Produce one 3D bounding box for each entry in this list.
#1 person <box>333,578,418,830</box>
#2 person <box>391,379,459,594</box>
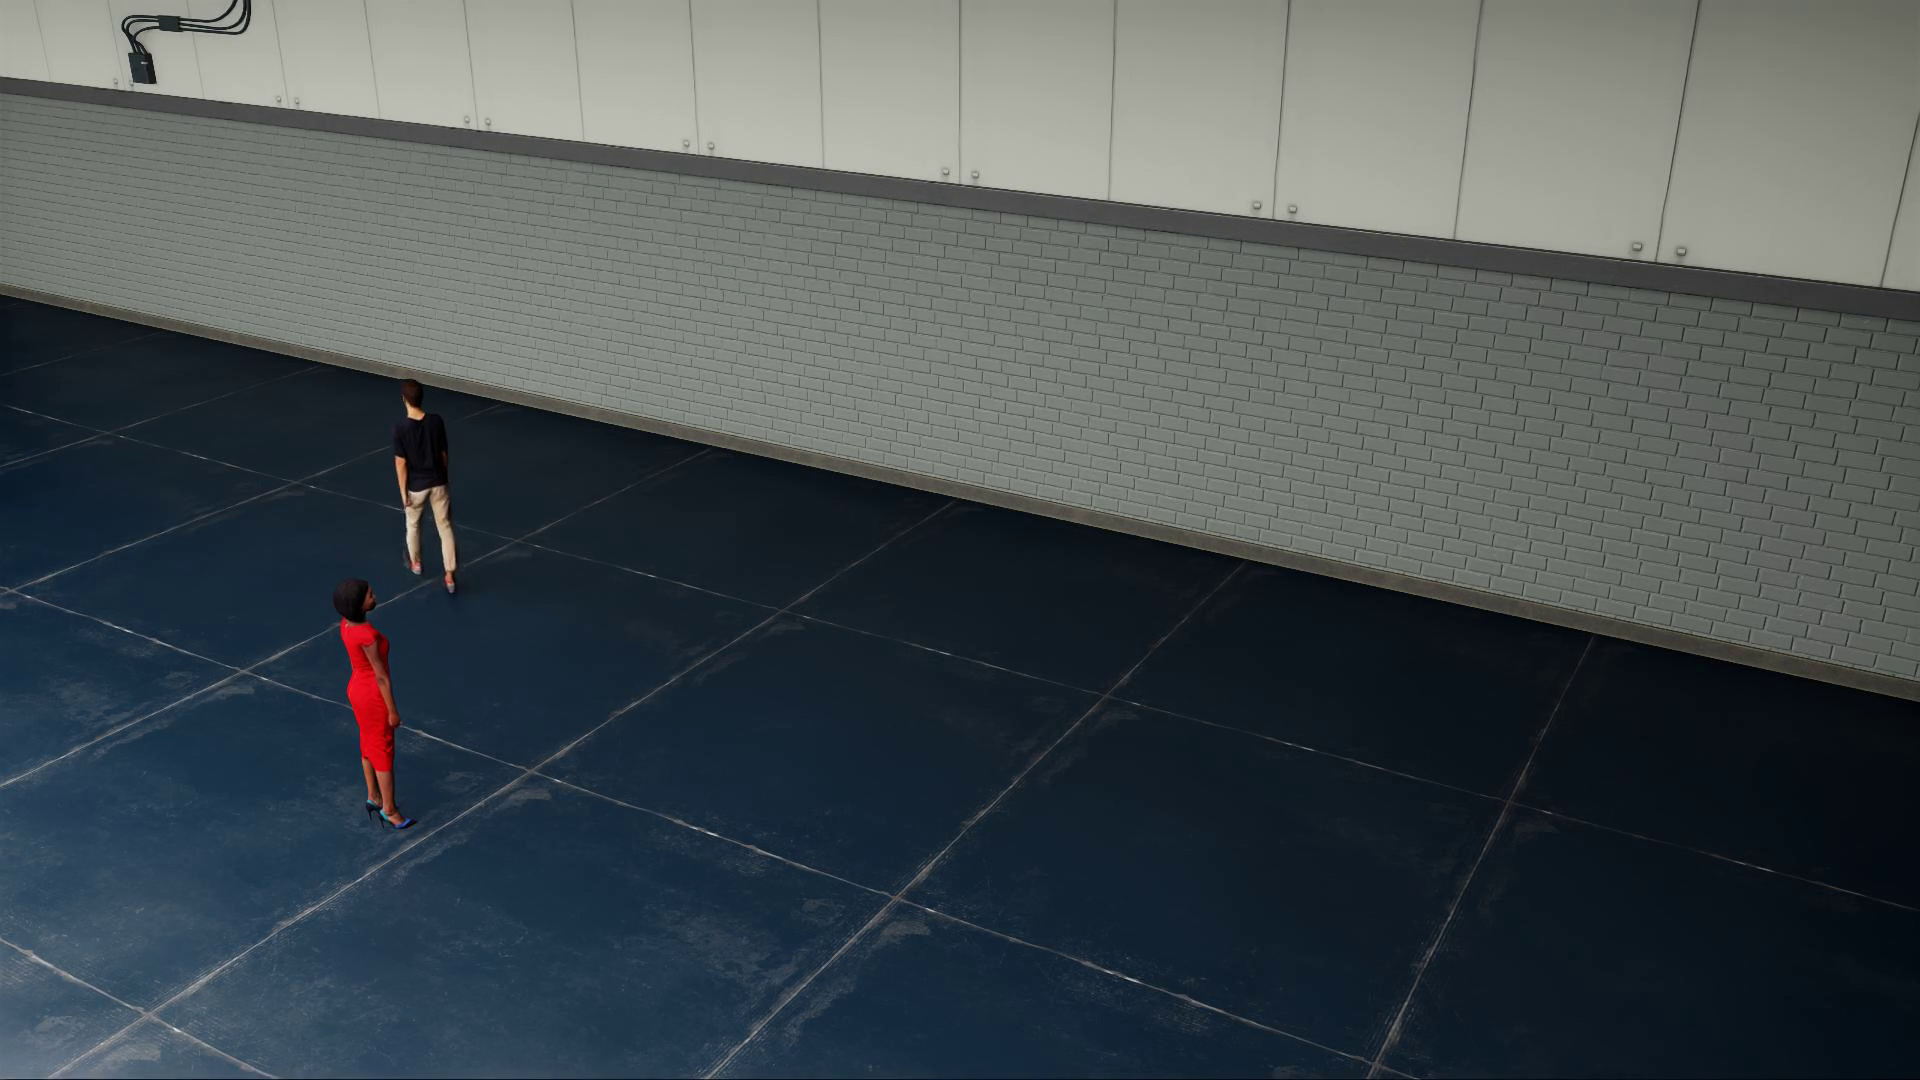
[{"bbox_3d":[-3.773,1.048,10.665,0.595,1.744,0.623,-19,30,-38],"label":"person"},{"bbox_3d":[-4.452,-0.416,14.007,1.056,1.822,0.990,-14,27,-29],"label":"person"}]
